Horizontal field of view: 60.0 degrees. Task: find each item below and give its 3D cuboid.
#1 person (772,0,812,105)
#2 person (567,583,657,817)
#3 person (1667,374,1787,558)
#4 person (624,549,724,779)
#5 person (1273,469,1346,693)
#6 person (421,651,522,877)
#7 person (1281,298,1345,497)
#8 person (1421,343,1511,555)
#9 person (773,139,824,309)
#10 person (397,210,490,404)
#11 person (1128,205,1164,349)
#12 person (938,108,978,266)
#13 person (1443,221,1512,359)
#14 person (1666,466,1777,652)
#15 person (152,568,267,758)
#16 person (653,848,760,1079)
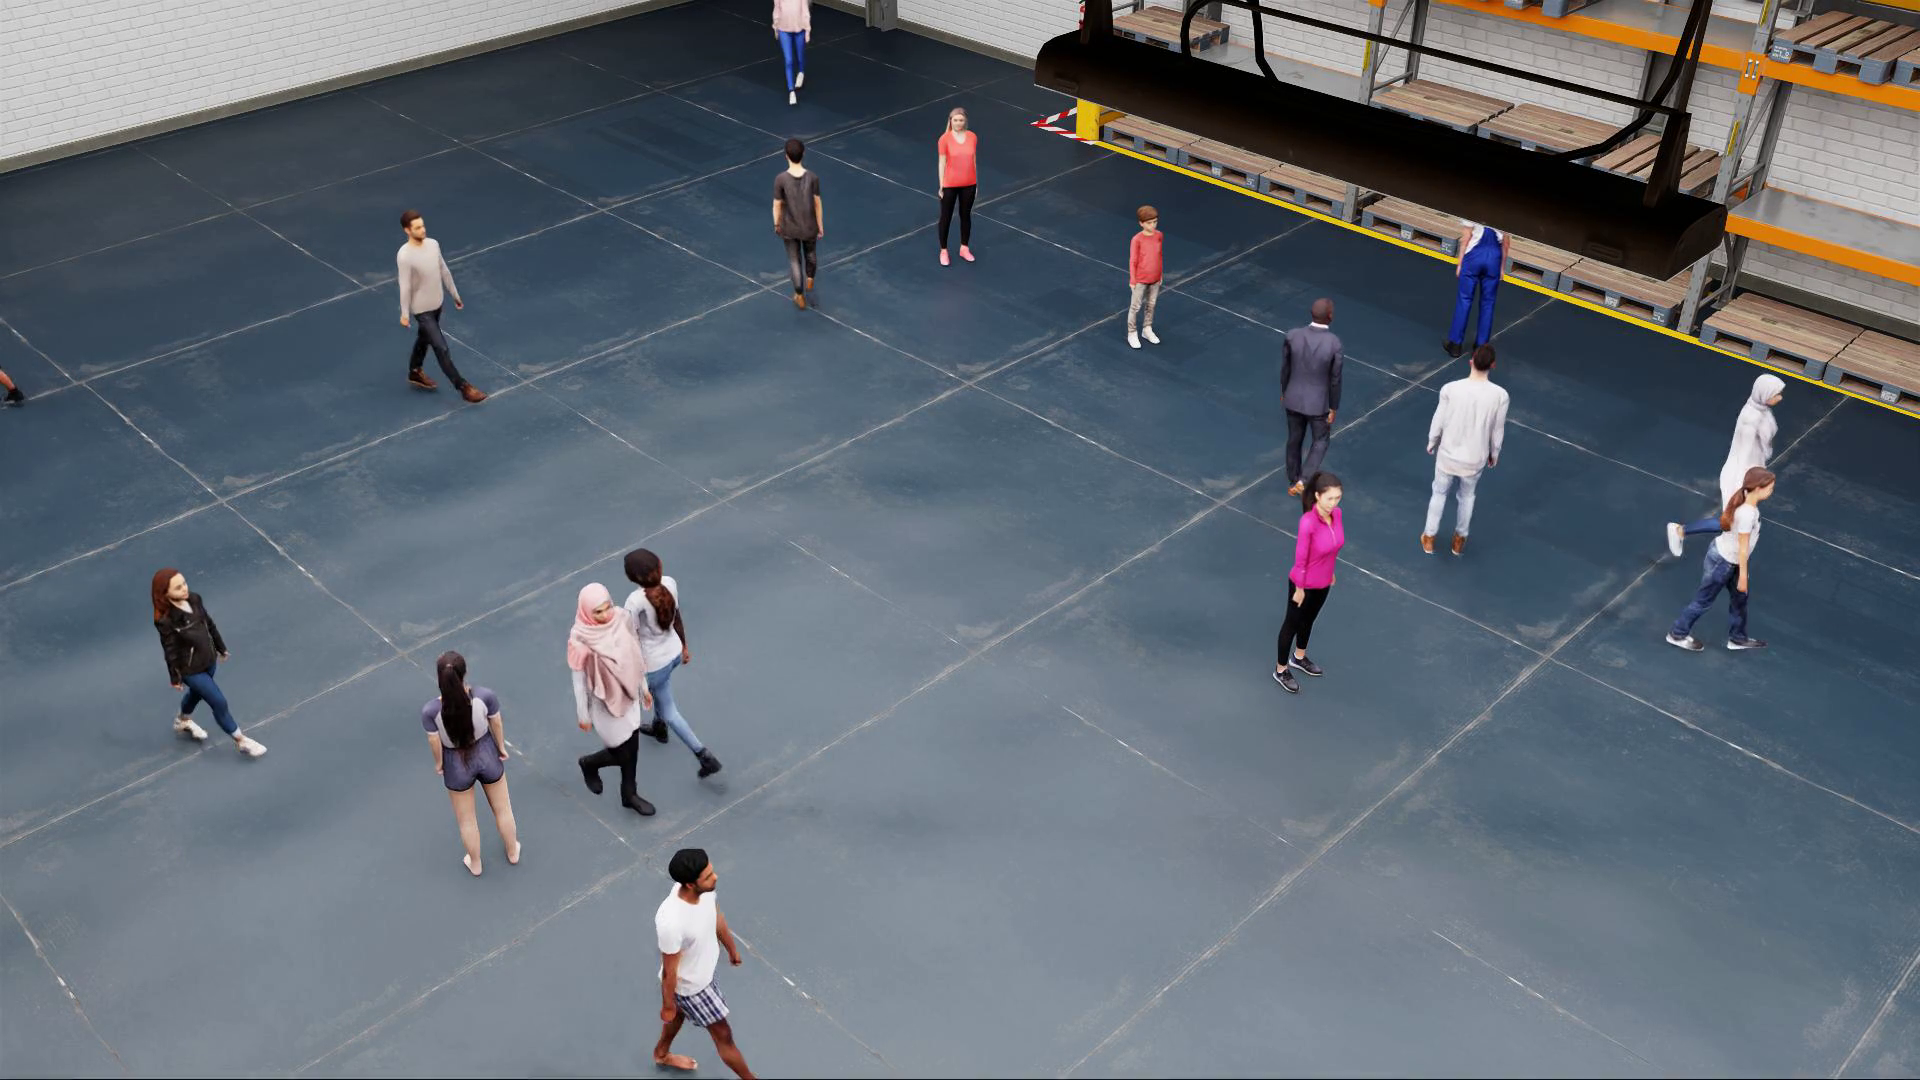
[{"bbox_3d":[-2.234,-6.750,22.158,1.126,1.722,1.224,-2,34,-3],"label":"person"},{"bbox_3d":[-2.253,0.990,10.449,0.853,1.793,0.732,19,38,27],"label":"person"},{"bbox_3d":[5.863,-0.481,12.688,0.886,1.763,0.695,21,39,28],"label":"person"},{"bbox_3d":[-1.887,0.825,10.794,1.143,1.686,0.761,19,38,26],"label":"person"},{"bbox_3d":[2.446,0.263,11.626,0.581,1.700,0.557,-26,42,-34],"label":"person"},{"bbox_3d":[-2.942,1.347,10.040,0.657,1.650,0.631,-15,36,-21],"label":"person"},{"bbox_3d":[2.812,-1.103,13.582,0.750,1.811,0.836,19,38,27],"label":"person"},{"bbox_3d":[3.927,-0.675,12.915,0.746,1.836,0.864,6,34,9],"label":"person"},{"bbox_3d":[-1.612,-3.152,16.777,0.928,1.686,1.044,-6,34,-9],"label":"person"},{"bbox_3d":[-4.903,-2.122,15.104,1.299,1.821,1.001,13,36,19],"label":"person"},{"bbox_3d":[1.803,-2.569,16.143,0.575,1.417,0.565,-17,37,-23],"label":"person"},{"bbox_3d":[-0.029,-3.779,17.713,0.670,1.694,0.668,-11,35,-16],"label":"person"},{"bbox_3d":[4.963,-2.630,15.848,0.694,1.846,0.775,4,34,6],"label":"person"},{"bbox_3d":[5.437,0.140,11.964,0.993,1.531,0.791,13,36,19],"label":"person"},{"bbox_3d":[-5.132,0.802,11.040,1.045,1.452,0.900,6,34,10],"label":"person"},{"bbox_3d":[-1.472,2.243,8.658,1.177,1.689,1.030,6,34,9],"label":"person"}]
